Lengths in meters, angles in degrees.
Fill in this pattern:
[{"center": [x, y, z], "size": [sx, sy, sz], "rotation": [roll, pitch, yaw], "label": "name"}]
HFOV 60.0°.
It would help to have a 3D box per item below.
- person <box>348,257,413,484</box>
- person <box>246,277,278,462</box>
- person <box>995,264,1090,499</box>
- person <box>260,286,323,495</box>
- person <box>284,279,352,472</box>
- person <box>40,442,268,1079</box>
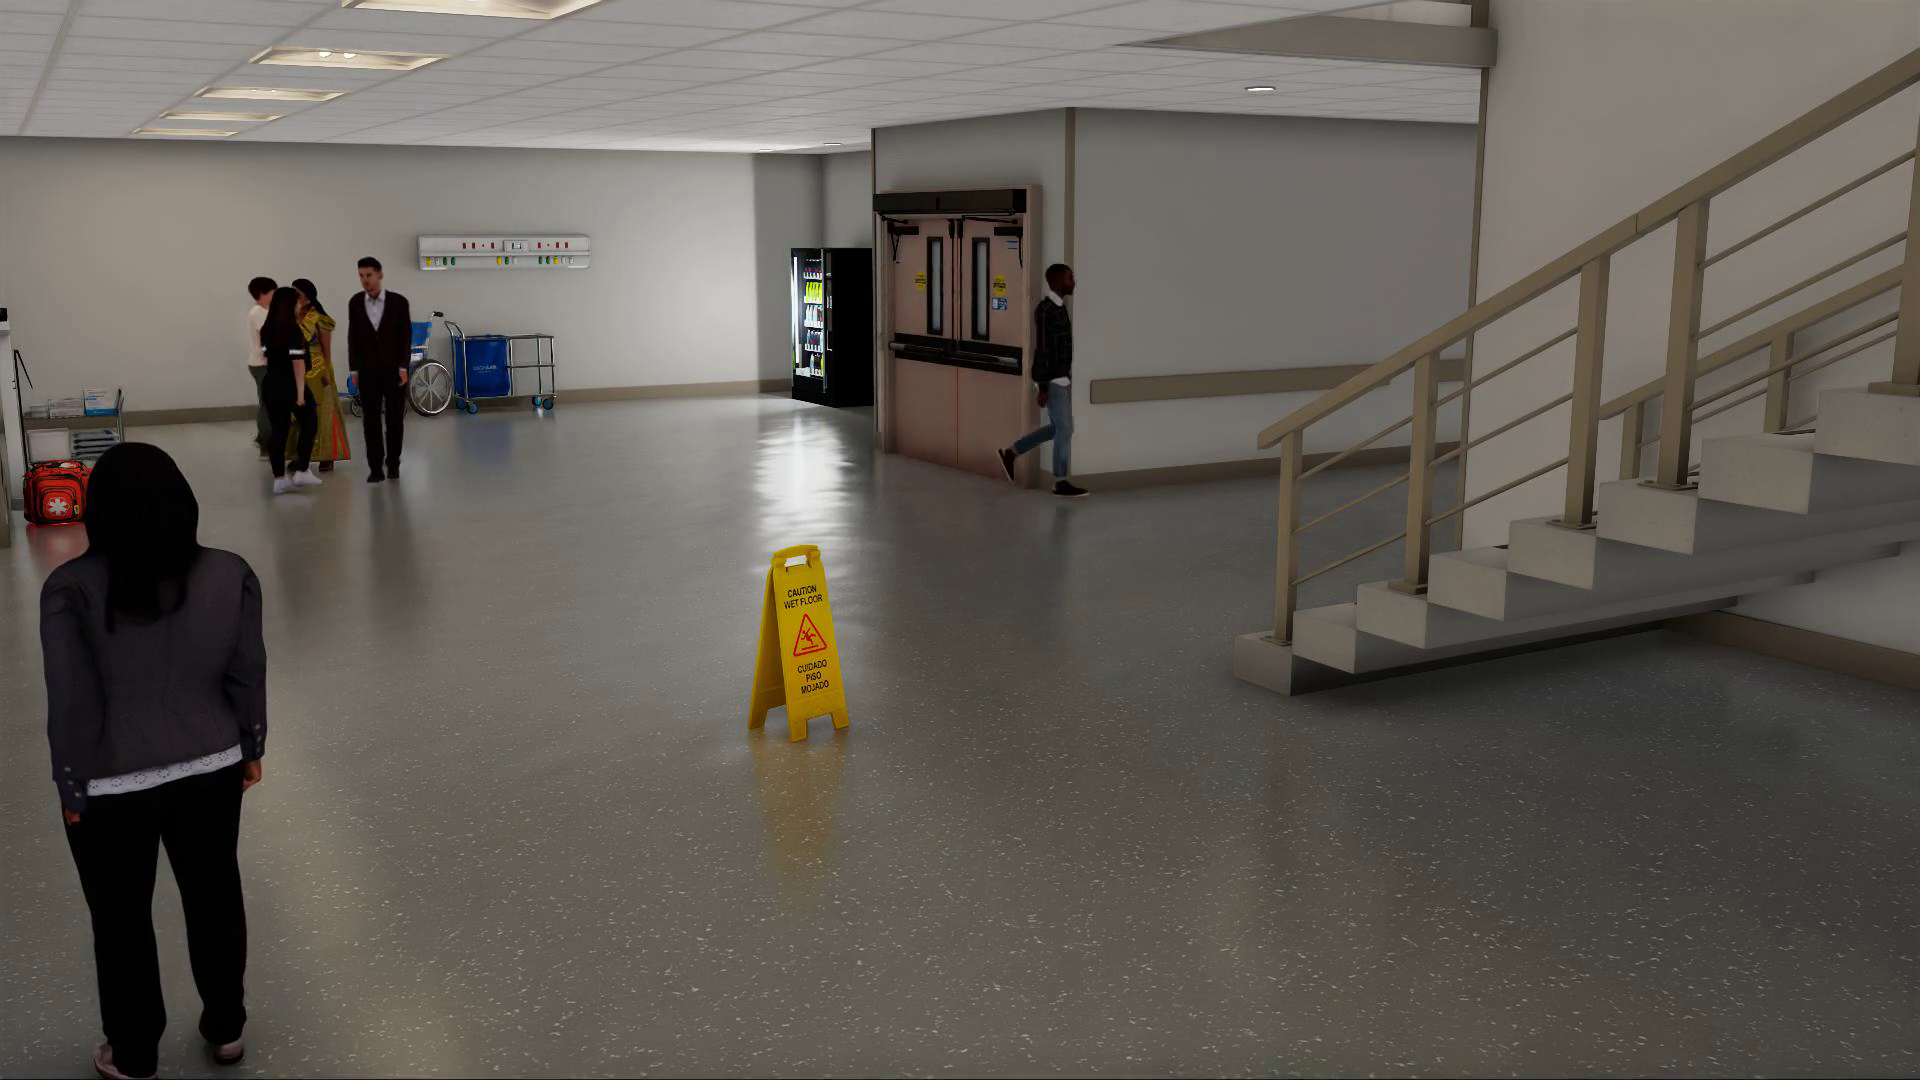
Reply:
[{"center": [-4.770, -1.401, 13.771], "size": [0.858, 1.832, 1.032], "rotation": [-2, 11, -12], "label": "person"}, {"center": [-6.314, -1.528, 14.941], "size": [0.723, 1.644, 0.642], "rotation": [-2, 11, -12], "label": "person"}, {"center": [0.636, -1.227, 12.944], "size": [1.140, 1.797, 1.055], "rotation": [4, 12, 21], "label": "person"}, {"center": [-5.384, -1.171, 13.118], "size": [0.741, 1.622, 0.811], "rotation": [4, 11, 20], "label": "person"}, {"center": [-5.661, -1.438, 14.424], "size": [1.003, 1.660, 1.035], "rotation": [1, 11, 8], "label": "person"}, {"center": [-1.980, 0.554, 4.095], "size": [0.742, 1.598, 0.739], "rotation": [11, 15, 44], "label": "person"}]
